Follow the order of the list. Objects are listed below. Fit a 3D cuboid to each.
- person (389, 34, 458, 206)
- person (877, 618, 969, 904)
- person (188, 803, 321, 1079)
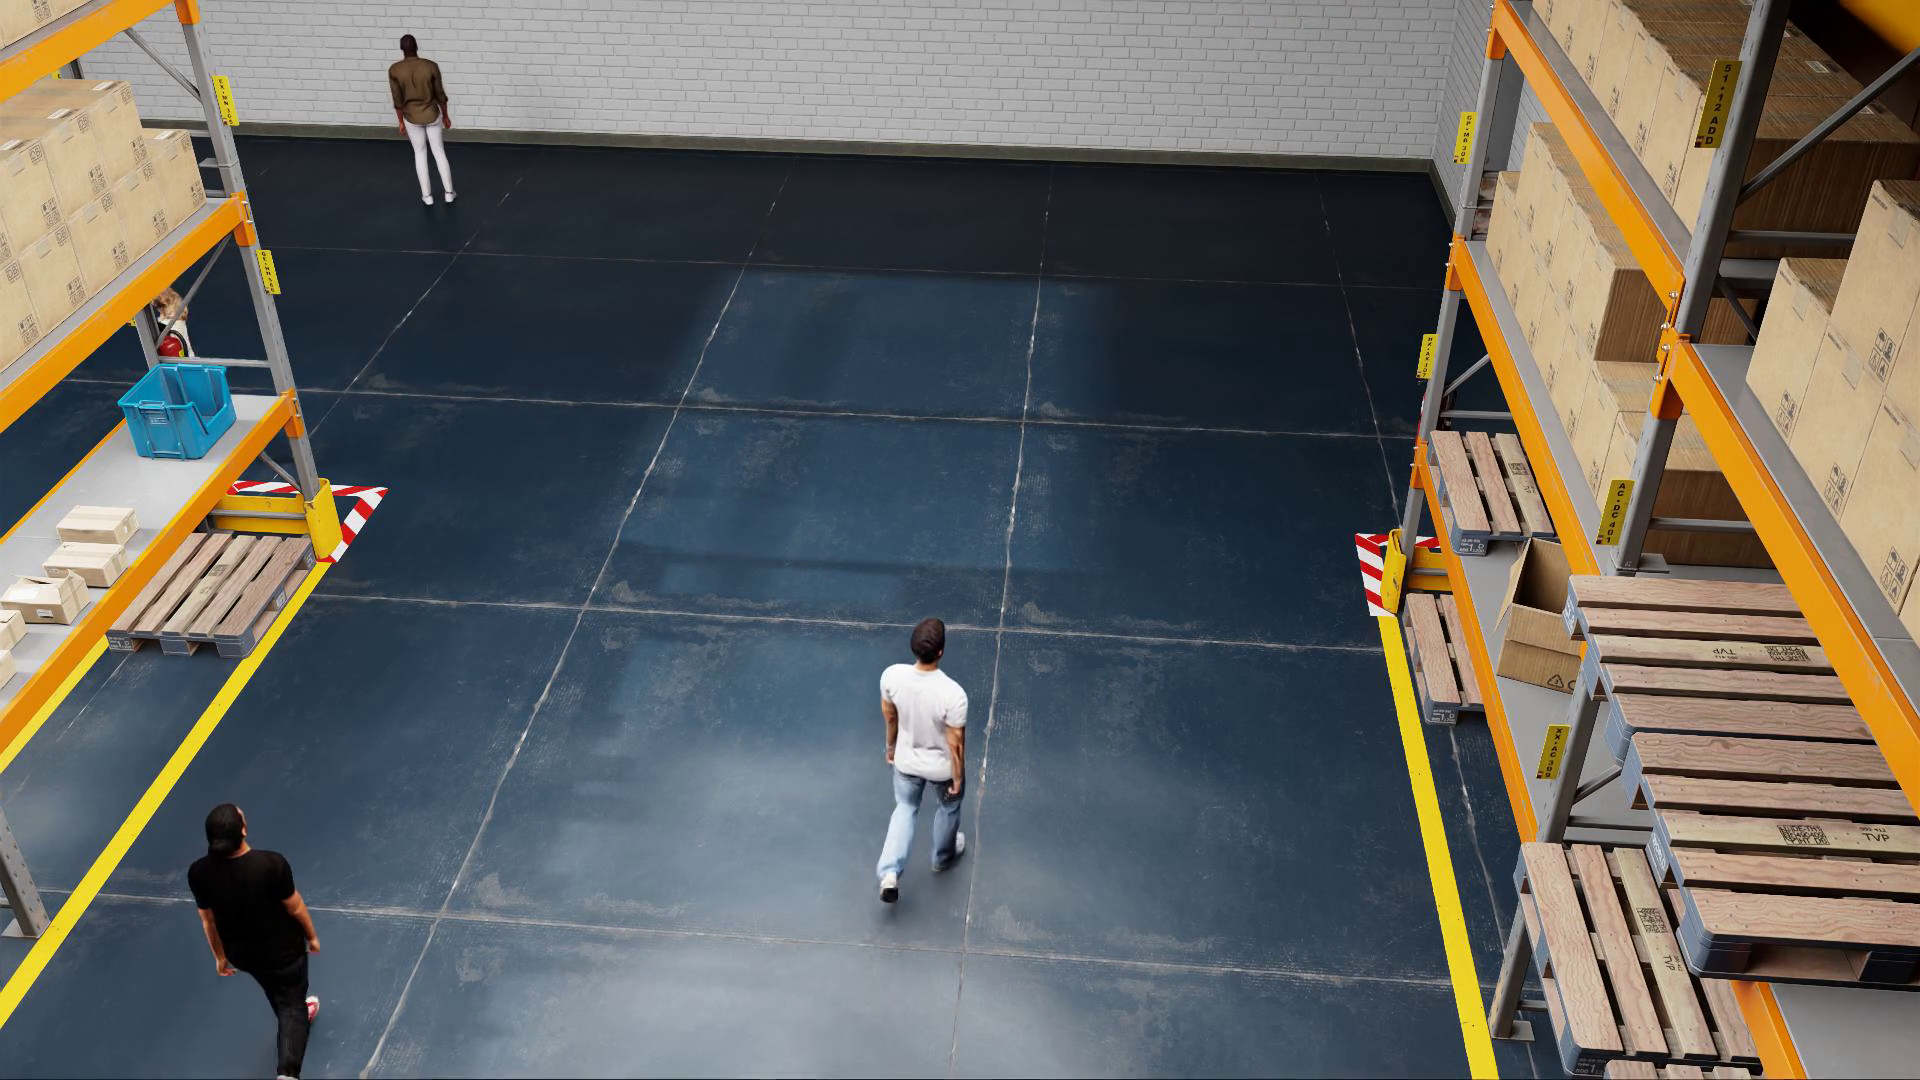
[{"bbox_3d":[-5.760,-4.509,17.840,0.798,1.825,0.728,-10,35,-15],"label":"person"},{"bbox_3d":[-0.223,1.244,9.172,0.888,1.838,1.114,15,36,21],"label":"person"},{"bbox_3d":[-3.395,2.034,8.080,0.756,1.733,1.139,-2,34,-3],"label":"person"}]
